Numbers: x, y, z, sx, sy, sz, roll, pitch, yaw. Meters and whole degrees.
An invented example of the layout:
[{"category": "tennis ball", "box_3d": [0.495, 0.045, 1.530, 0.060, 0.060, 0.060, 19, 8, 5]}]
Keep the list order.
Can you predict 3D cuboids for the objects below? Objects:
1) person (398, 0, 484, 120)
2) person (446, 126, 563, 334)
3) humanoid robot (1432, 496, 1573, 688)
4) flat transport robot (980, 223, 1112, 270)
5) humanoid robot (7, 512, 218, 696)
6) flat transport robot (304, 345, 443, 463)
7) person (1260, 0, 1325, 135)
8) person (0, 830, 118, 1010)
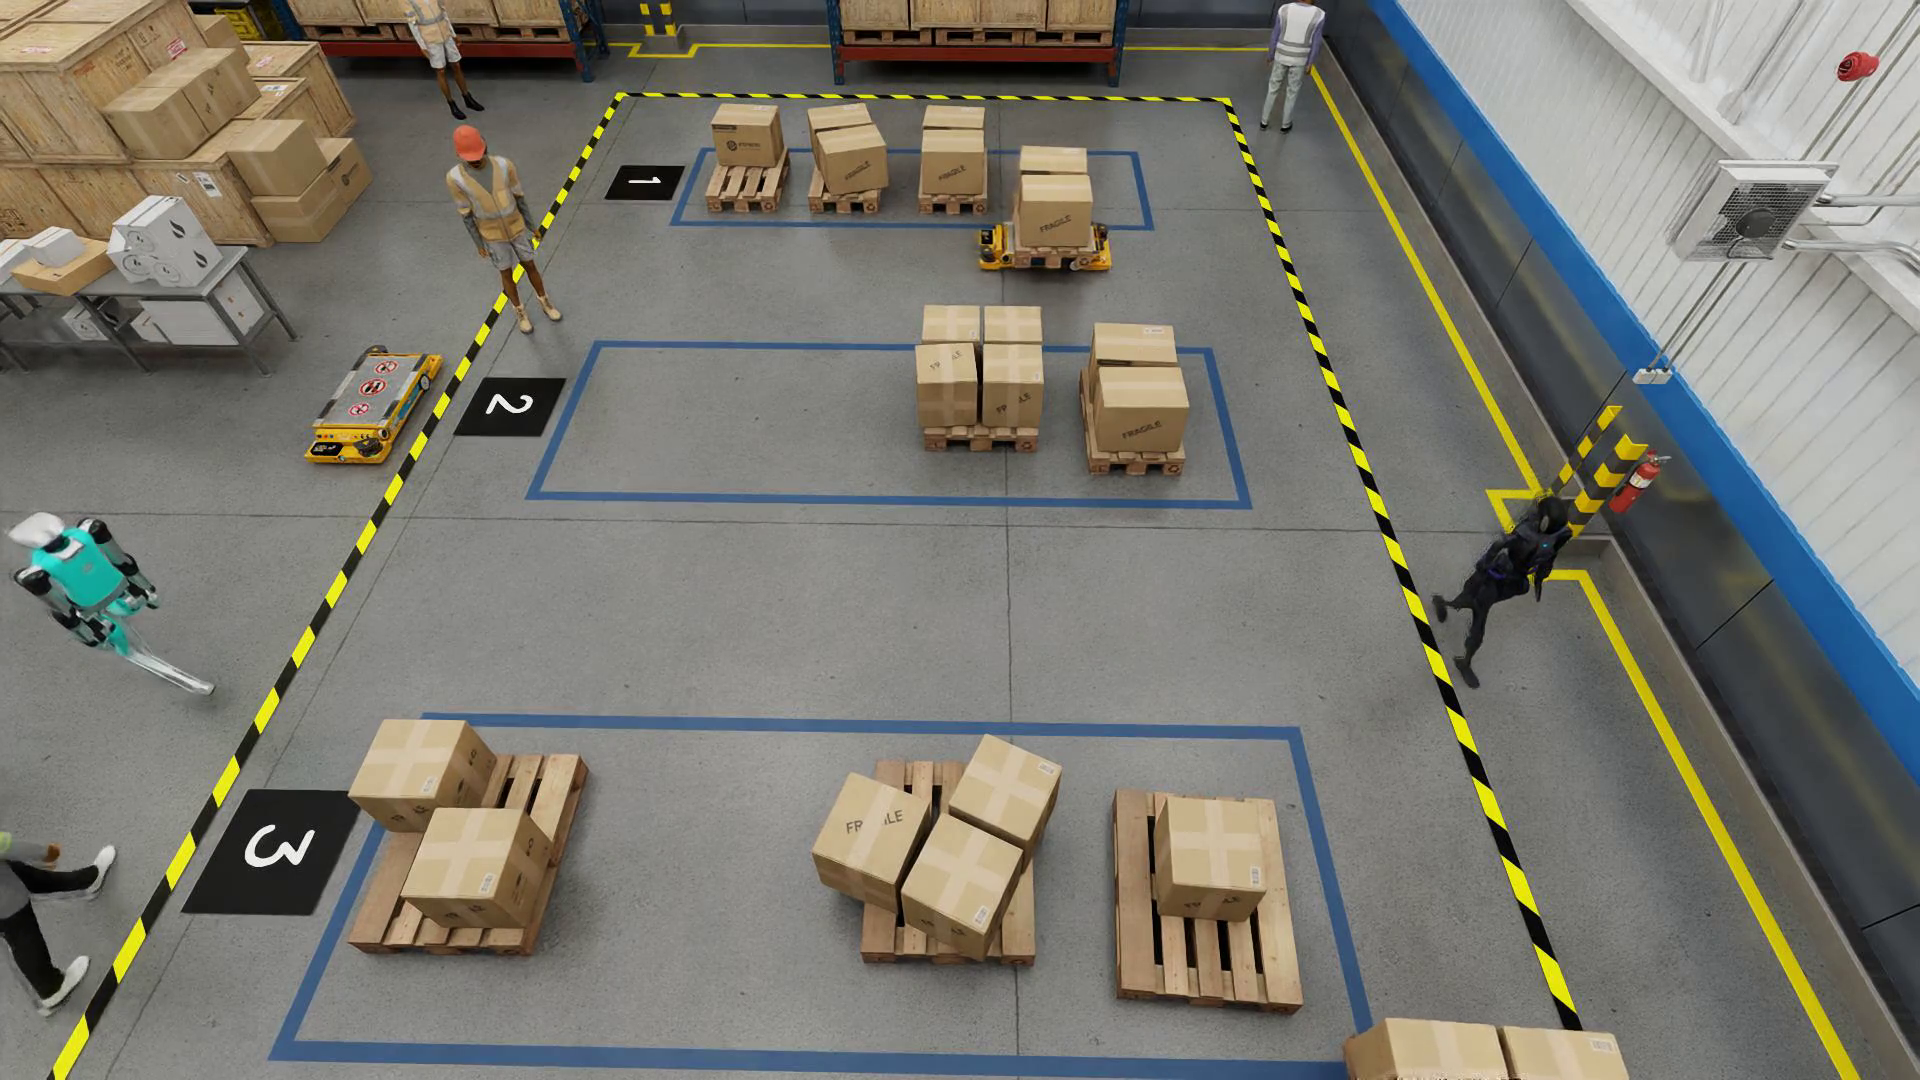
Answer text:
[{"category": "person", "box_3d": [-6.672, -6.424, 11.710, 0.359, 1.935, 0.552, 26, 54, 20]}, {"category": "person", "box_3d": [-4.307, -2.914, 8.679, 0.605, 2.033, 0.388, -30, 56, -23]}, {"category": "humanoid robot", "box_3d": [3.702, 0.255, 6.273, 0.608, 1.643, 0.780, -8, 50, -6]}, {"category": "flat transport robot", "box_3d": [0.936, -3.248, 10.097, 1.431, 0.197, 0.652, 1, 50, 1]}, {"category": "humanoid robot", "box_3d": [-5.653, 0.436, 6.022, 0.958, 1.728, 0.536, 11, 51, 9]}, {"category": "flat transport robot", "box_3d": [-5.383, -1.269, 8.441, 0.659, 0.231, 1.431, 1, 50, 1]}, {"category": "person", "box_3d": [4.139, -6.031, 11.452, 0.590, 1.822, 0.404, 21, 53, 17]}, {"category": "person", "box_3d": [-5.250, 1.787, 4.854, 0.604, 1.798, 0.977, -6, 50, -5]}]
